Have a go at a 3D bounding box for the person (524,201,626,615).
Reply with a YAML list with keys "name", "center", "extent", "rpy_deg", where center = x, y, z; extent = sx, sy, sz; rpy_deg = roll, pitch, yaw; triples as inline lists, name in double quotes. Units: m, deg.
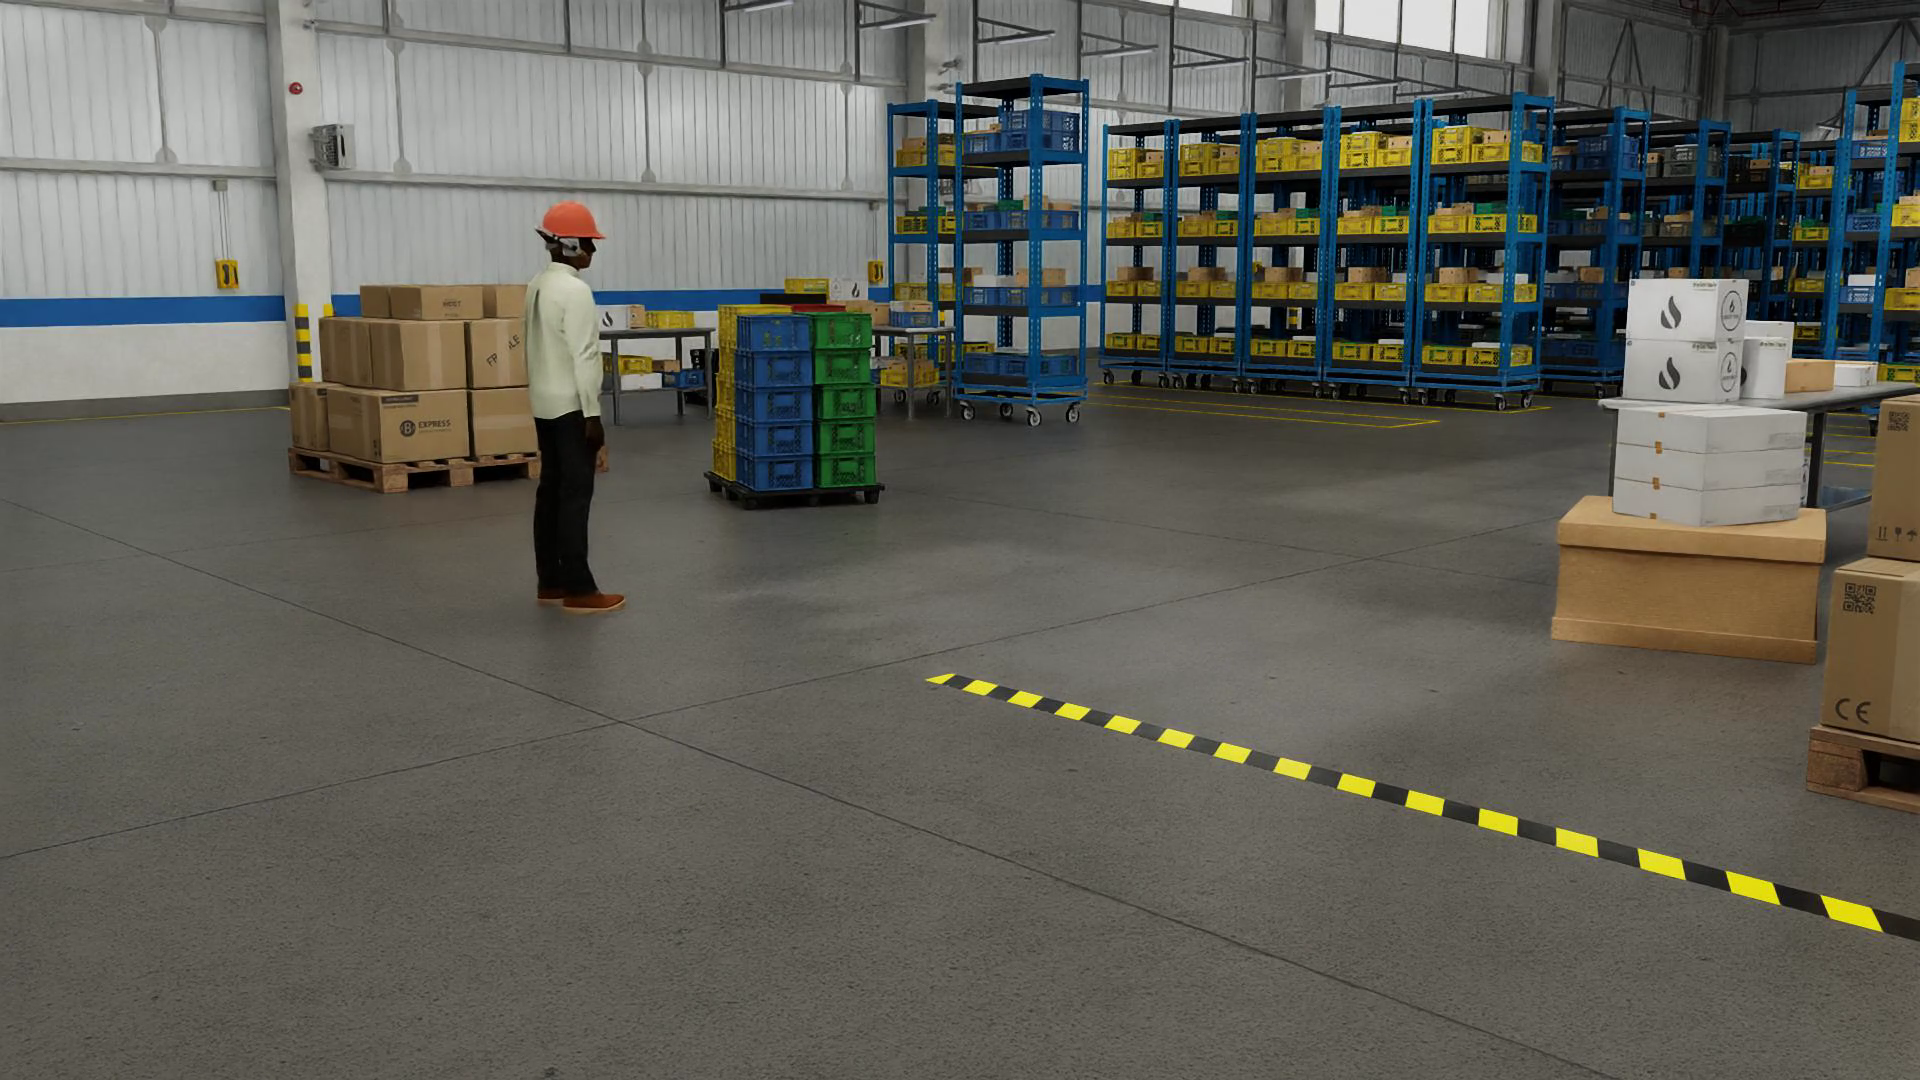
- name: "person"
  center: [-1.896, -0.640, 8.117]
  extent: [0.396, 1.993, 0.617]
  rpy_deg: [-7, 12, -37]
